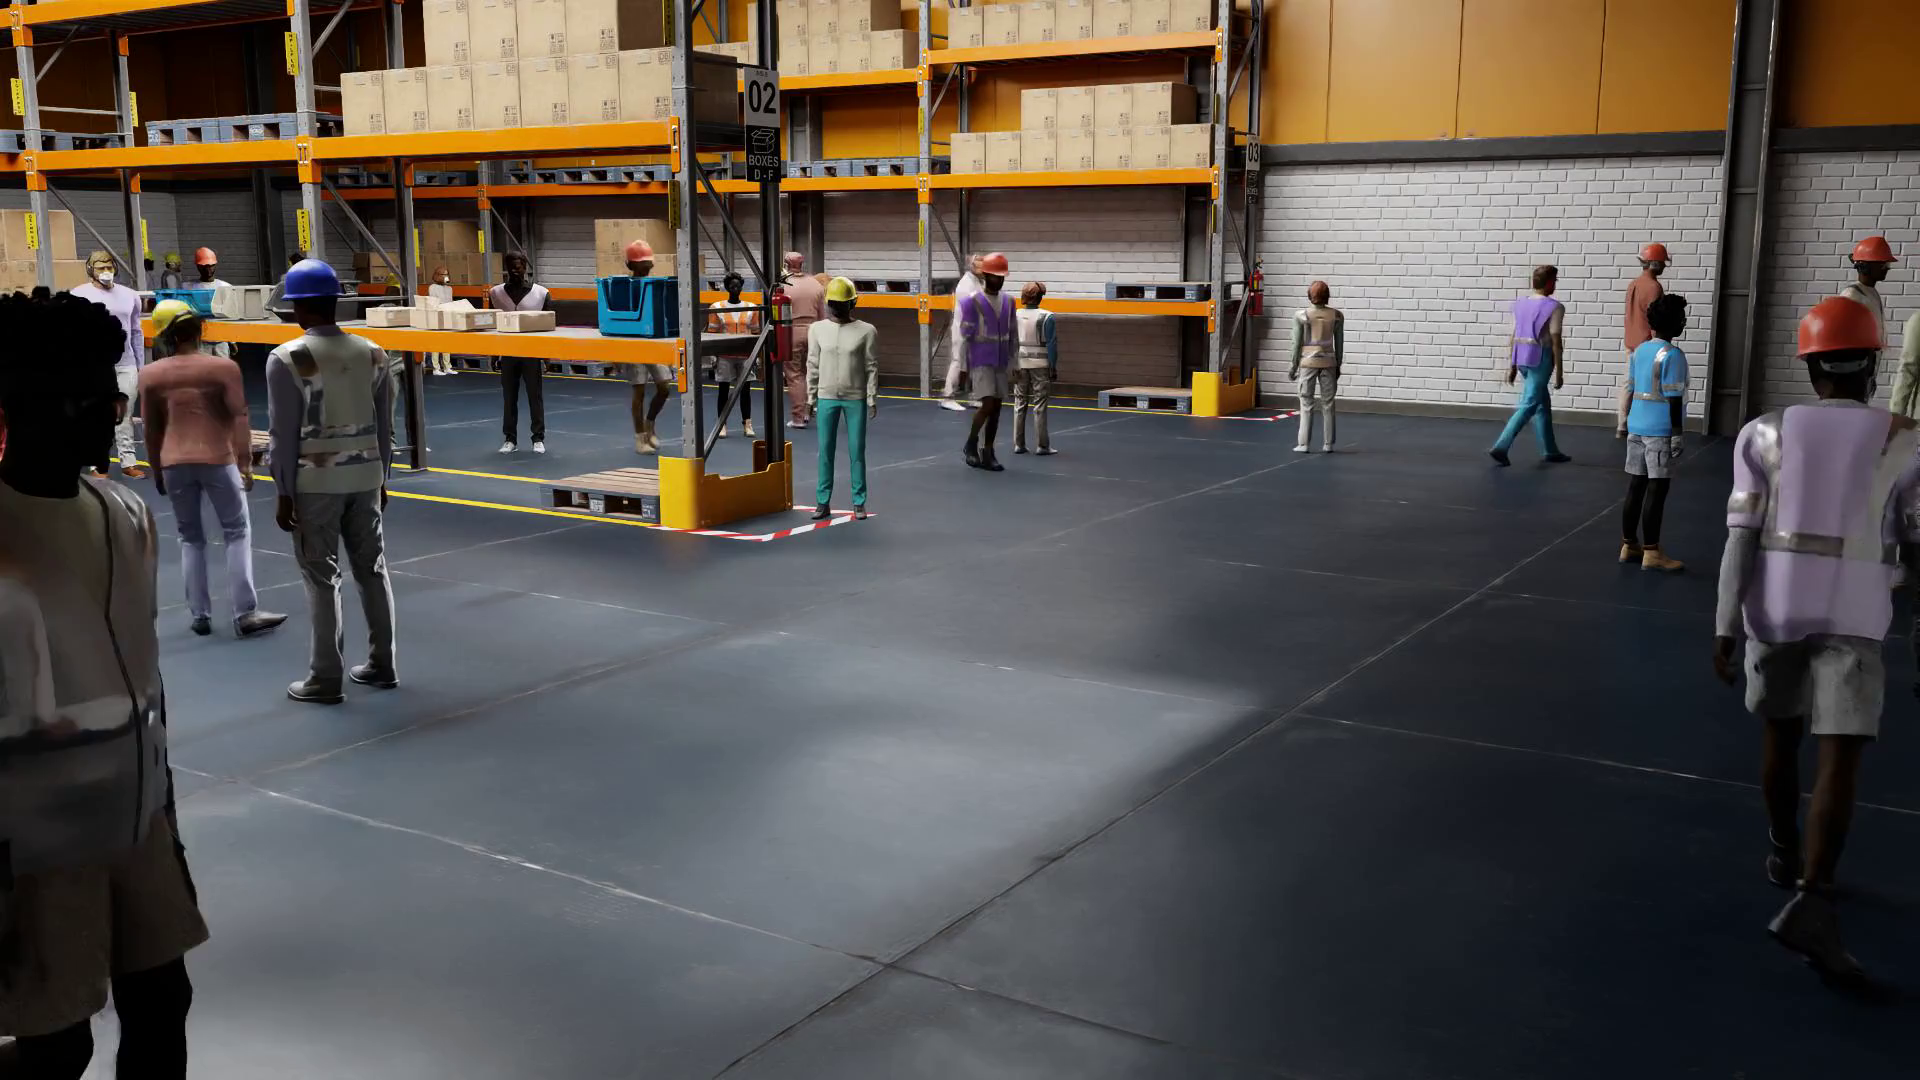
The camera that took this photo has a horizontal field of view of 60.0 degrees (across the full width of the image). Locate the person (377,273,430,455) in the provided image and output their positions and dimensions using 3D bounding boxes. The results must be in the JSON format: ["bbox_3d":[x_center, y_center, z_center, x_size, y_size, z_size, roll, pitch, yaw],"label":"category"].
[{"bbox_3d":[-5.275,-1.667,15.712,0.485,1.737,0.345,-10,14,-44],"label":"person"}]

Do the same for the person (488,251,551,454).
[{"bbox_3d":[-4.180,-1.779,15.829,0.592,1.919,0.389,-1,10,-4],"label":"person"}]

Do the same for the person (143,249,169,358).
[{"bbox_3d":[-13.071,-3.703,26.566,0.935,1.896,0.604,-2,10,-10],"label":"person"}]

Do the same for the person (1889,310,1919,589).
[{"bbox_3d":[5.630,-0.658,9.417,0.655,1.987,0.435,4,11,19],"label":"person"}]

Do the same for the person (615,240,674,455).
[{"bbox_3d":[-2.970,-1.801,15.653,0.634,2.023,0.422,-7,12,-33],"label":"person"}]

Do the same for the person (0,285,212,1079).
[{"bbox_3d":[-1.716,0.507,3.089,0.663,1.943,0.623,2,10,12],"label":"person"}]

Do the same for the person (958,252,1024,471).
[{"bbox_3d":[0.281,-1.545,14.537,0.571,1.916,0.412,-8,13,-37],"label":"person"}]

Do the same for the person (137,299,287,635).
[{"bbox_3d":[-3.891,-0.372,8.569,0.622,1.721,0.447,-1,10,-4],"label":"person"}]

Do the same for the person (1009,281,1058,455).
[{"bbox_3d":[0.689,-1.616,15.699,0.513,1.641,0.307,7,12,32],"label":"person"}]

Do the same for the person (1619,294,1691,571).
[{"bbox_3d":[4.299,-0.661,10.247,0.316,1.696,0.540,-1,10,-6],"label":"person"}]

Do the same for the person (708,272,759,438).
[{"bbox_3d":[-2.309,-1.889,17.042,0.535,1.700,0.318,-3,11,-18],"label":"person"}]

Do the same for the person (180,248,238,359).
[{"bbox_3d":[-8.129,-2.190,18.050,0.542,1.939,0.363,-8,13,-37],"label":"person"}]

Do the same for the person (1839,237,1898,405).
[{"bbox_3d":[6.977,-1.310,12.882,0.375,2.044,0.605,9,13,40],"label":"person"}]

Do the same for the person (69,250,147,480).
[{"bbox_3d":[-7.135,-1.450,13.946,0.354,1.937,0.635,8,13,38],"label":"person"}]

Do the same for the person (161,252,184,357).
[{"bbox_3d":[-13.108,-3.895,27.802,0.404,1.832,0.594,-6,12,-31],"label":"person"}]

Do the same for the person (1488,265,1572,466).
[{"bbox_3d":[5.161,-1.566,14.964,0.950,1.809,0.574,-4,11,-19],"label":"person"}]

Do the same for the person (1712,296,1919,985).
[{"bbox_3d":[2.488,0.243,4.797,0.591,1.874,1.052,7,12,35],"label":"person"}]

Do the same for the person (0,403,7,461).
[{"bbox_3d":[-7.060,-1.004,12.086,0.920,1.720,0.527,7,12,34],"label":"person"}]

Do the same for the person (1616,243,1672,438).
[{"bbox_3d":[6.910,-1.987,16.766,0.394,1.992,0.622,-1,10,-5],"label":"person"}]

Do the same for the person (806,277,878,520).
[{"bbox_3d":[-0.856,-1.017,12.048,0.523,1.761,0.328,1,10,4],"label":"person"}]

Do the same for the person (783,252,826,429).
[{"bbox_3d":[-1.831,-2.157,17.989,0.673,1.887,0.656,-7,13,-35],"label":"person"}]

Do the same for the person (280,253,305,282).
[{"bbox_3d":[-10.160,-3.477,25.520,0.537,1.826,0.968,-6,12,-31],"label":"person"}]

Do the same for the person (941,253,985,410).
[{"bbox_3d":[0.120,-2.449,19.700,0.785,1.865,0.663,3,11,17],"label":"person"}]

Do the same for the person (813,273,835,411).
[{"bbox_3d":[-1.604,-2.355,19.811,0.264,1.631,0.508,1,10,6],"label":"person"}]

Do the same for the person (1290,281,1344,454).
[{"bbox_3d":[3.396,-1.636,15.812,0.521,1.637,0.311,-1,10,-7],"label":"person"}]

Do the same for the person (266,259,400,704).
[{"bbox_3d":[-2.776,-0.261,7.356,0.409,1.938,0.606,6,12,32],"label":"person"}]

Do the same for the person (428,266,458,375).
[{"bbox_3d":[-7.783,-3.289,25.011,0.277,1.629,0.497,5,11,24],"label":"person"}]
